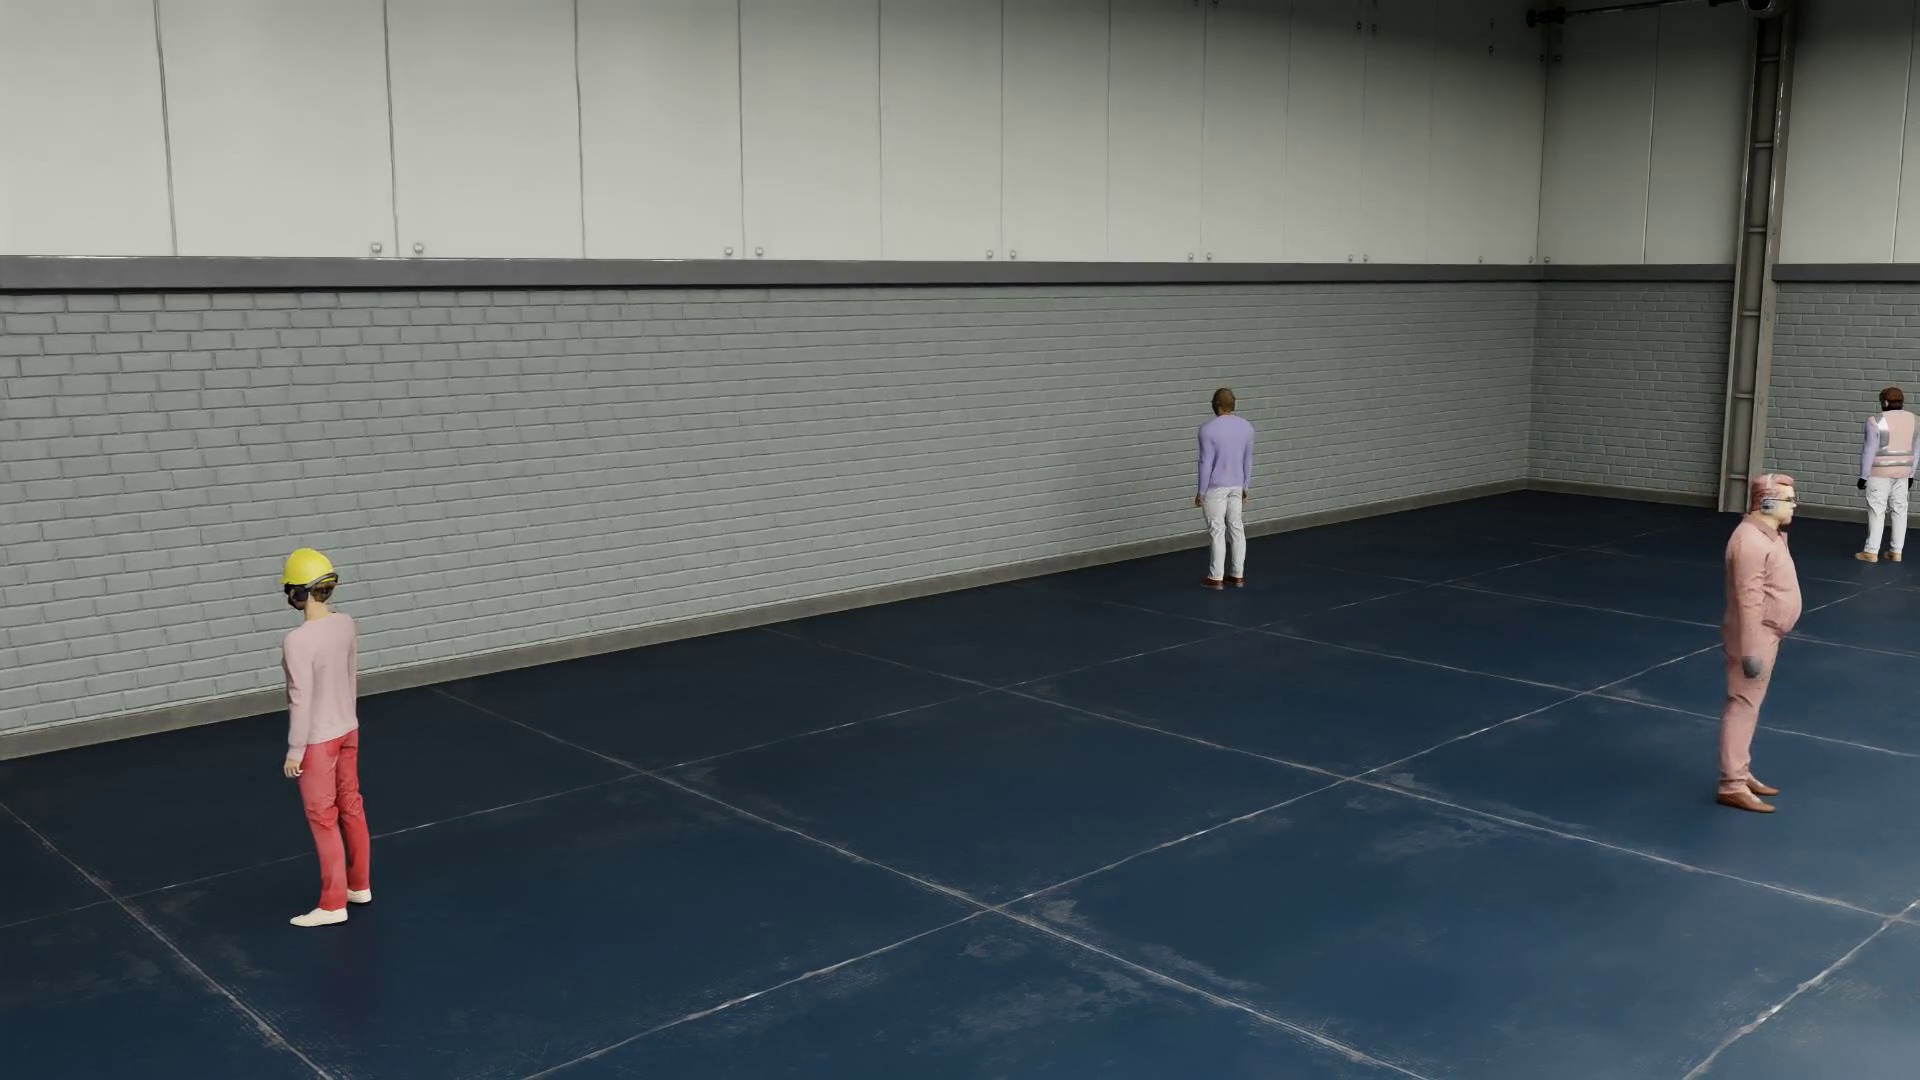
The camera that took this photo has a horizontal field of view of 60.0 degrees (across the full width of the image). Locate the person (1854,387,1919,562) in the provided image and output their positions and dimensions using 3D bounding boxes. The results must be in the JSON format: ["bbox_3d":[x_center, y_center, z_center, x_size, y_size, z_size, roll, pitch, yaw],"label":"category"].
[{"bbox_3d":[9.704,-0.680,17.424,0.623,1.839,0.429,-1,9,-5],"label":"person"}]

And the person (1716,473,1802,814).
[{"bbox_3d":[4.542,0.570,9.452,0.402,1.907,0.647,6,11,32],"label":"person"}]

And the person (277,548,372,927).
[{"bbox_3d":[-2.985,0.915,7.745,0.316,1.767,0.535,1,9,9],"label":"person"}]

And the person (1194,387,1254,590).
[{"bbox_3d":[2.524,-0.493,15.942,0.635,1.937,0.355,-5,11,-30],"label":"person"}]
